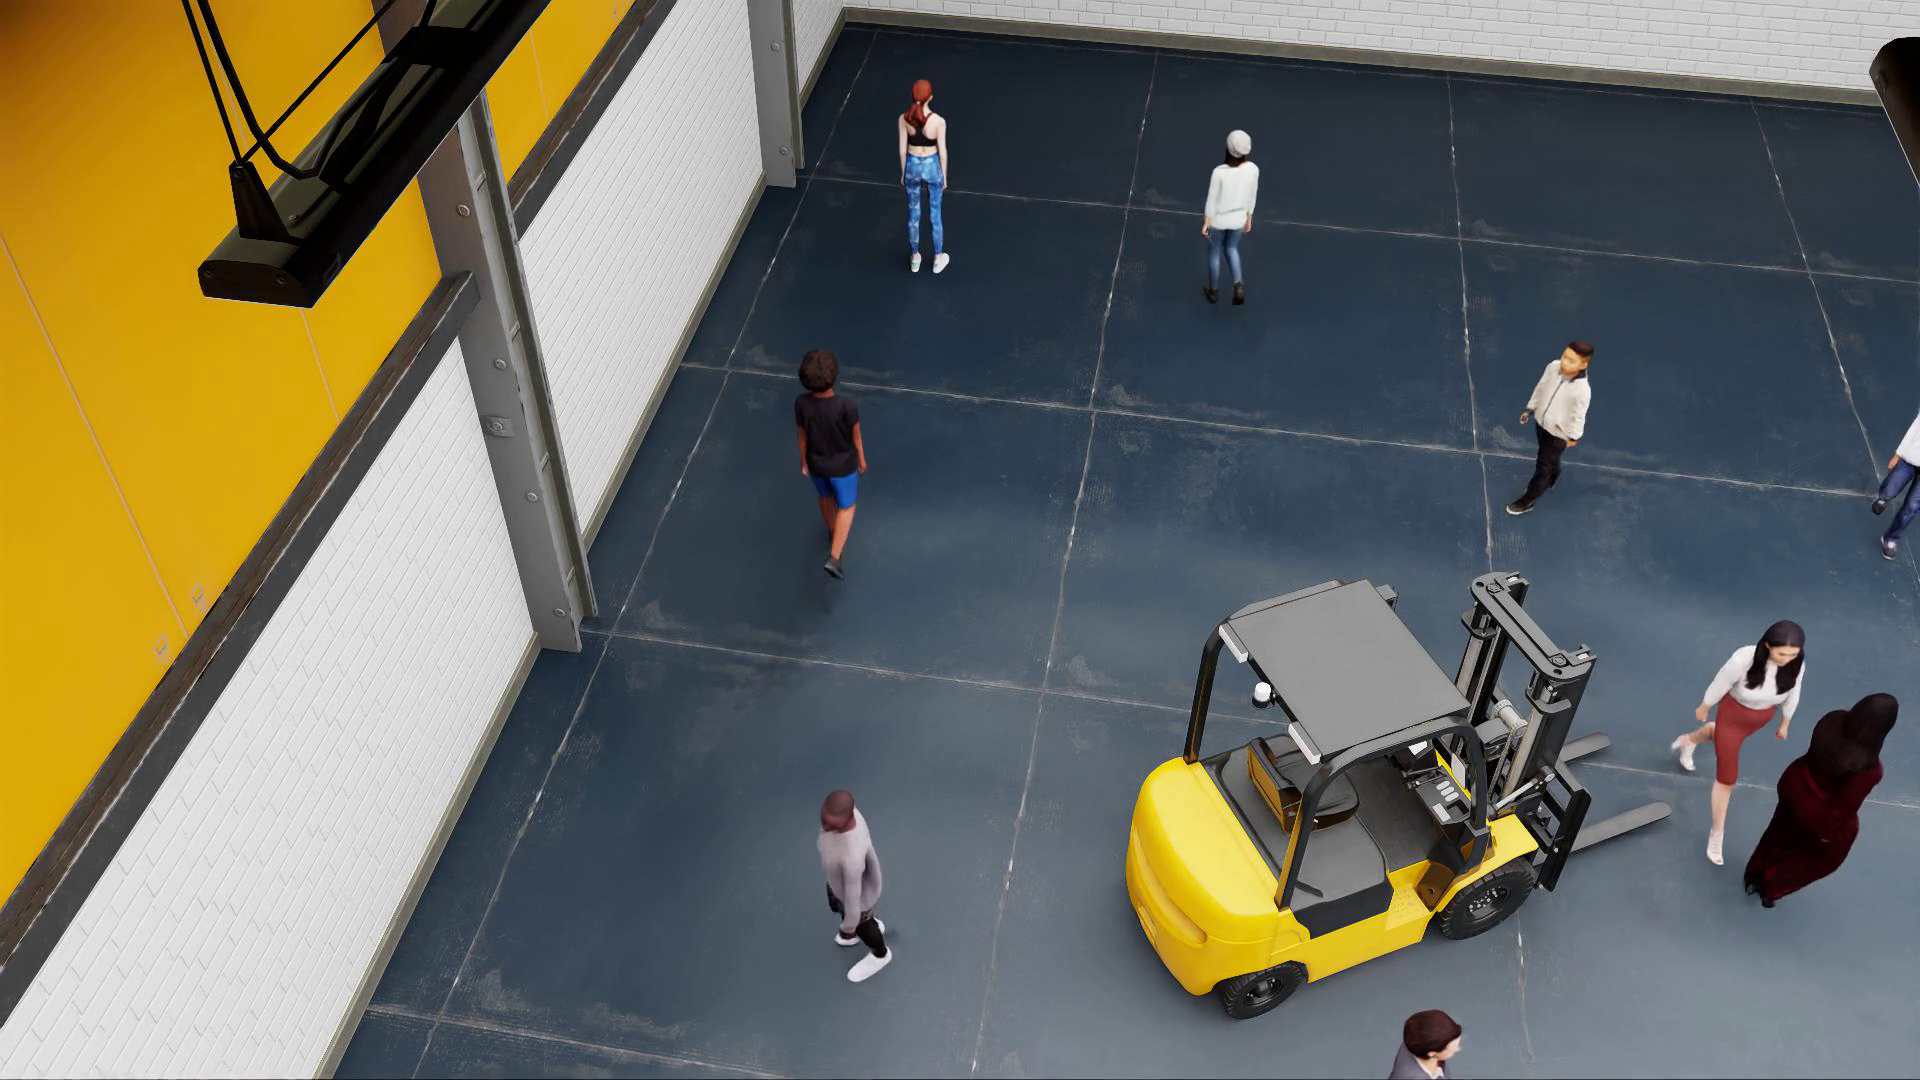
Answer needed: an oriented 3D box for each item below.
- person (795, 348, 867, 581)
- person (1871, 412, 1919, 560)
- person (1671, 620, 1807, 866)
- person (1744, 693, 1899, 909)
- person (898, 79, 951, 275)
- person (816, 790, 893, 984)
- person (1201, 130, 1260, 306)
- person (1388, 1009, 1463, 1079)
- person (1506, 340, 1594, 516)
[{"bbox_3d":[-0.885,-0.494,11.357,0.603,1.779,1.002,7,44,7],"label":"person"},{"bbox_3d":[6.746,-0.596,11.632,0.659,1.548,0.849,19,47,19],"label":"person"},{"bbox_3d":[4.576,1.016,9.827,0.778,1.703,1.163,-2,44,-2],"label":"person"},{"bbox_3d":[4.708,1.486,9.307,0.809,1.740,0.689,-6,44,-7],"label":"person"},{"bbox_3d":[-0.308,-3.068,14.055,0.547,1.785,0.551,7,44,7],"label":"person"},{"bbox_3d":[-0.523,1.821,8.953,0.856,1.743,0.754,-6,44,-6],"label":"person"},{"bbox_3d":[2.230,-2.590,13.663,0.771,1.634,0.900,-11,45,-12],"label":"person"},{"bbox_3d":[2.109,2.778,7.928,0.673,1.771,0.462,9,44,9],"label":"person"},{"bbox_3d":[4.355,-0.862,11.990,0.851,1.438,0.823,-16,46,-16],"label":"person"}]
